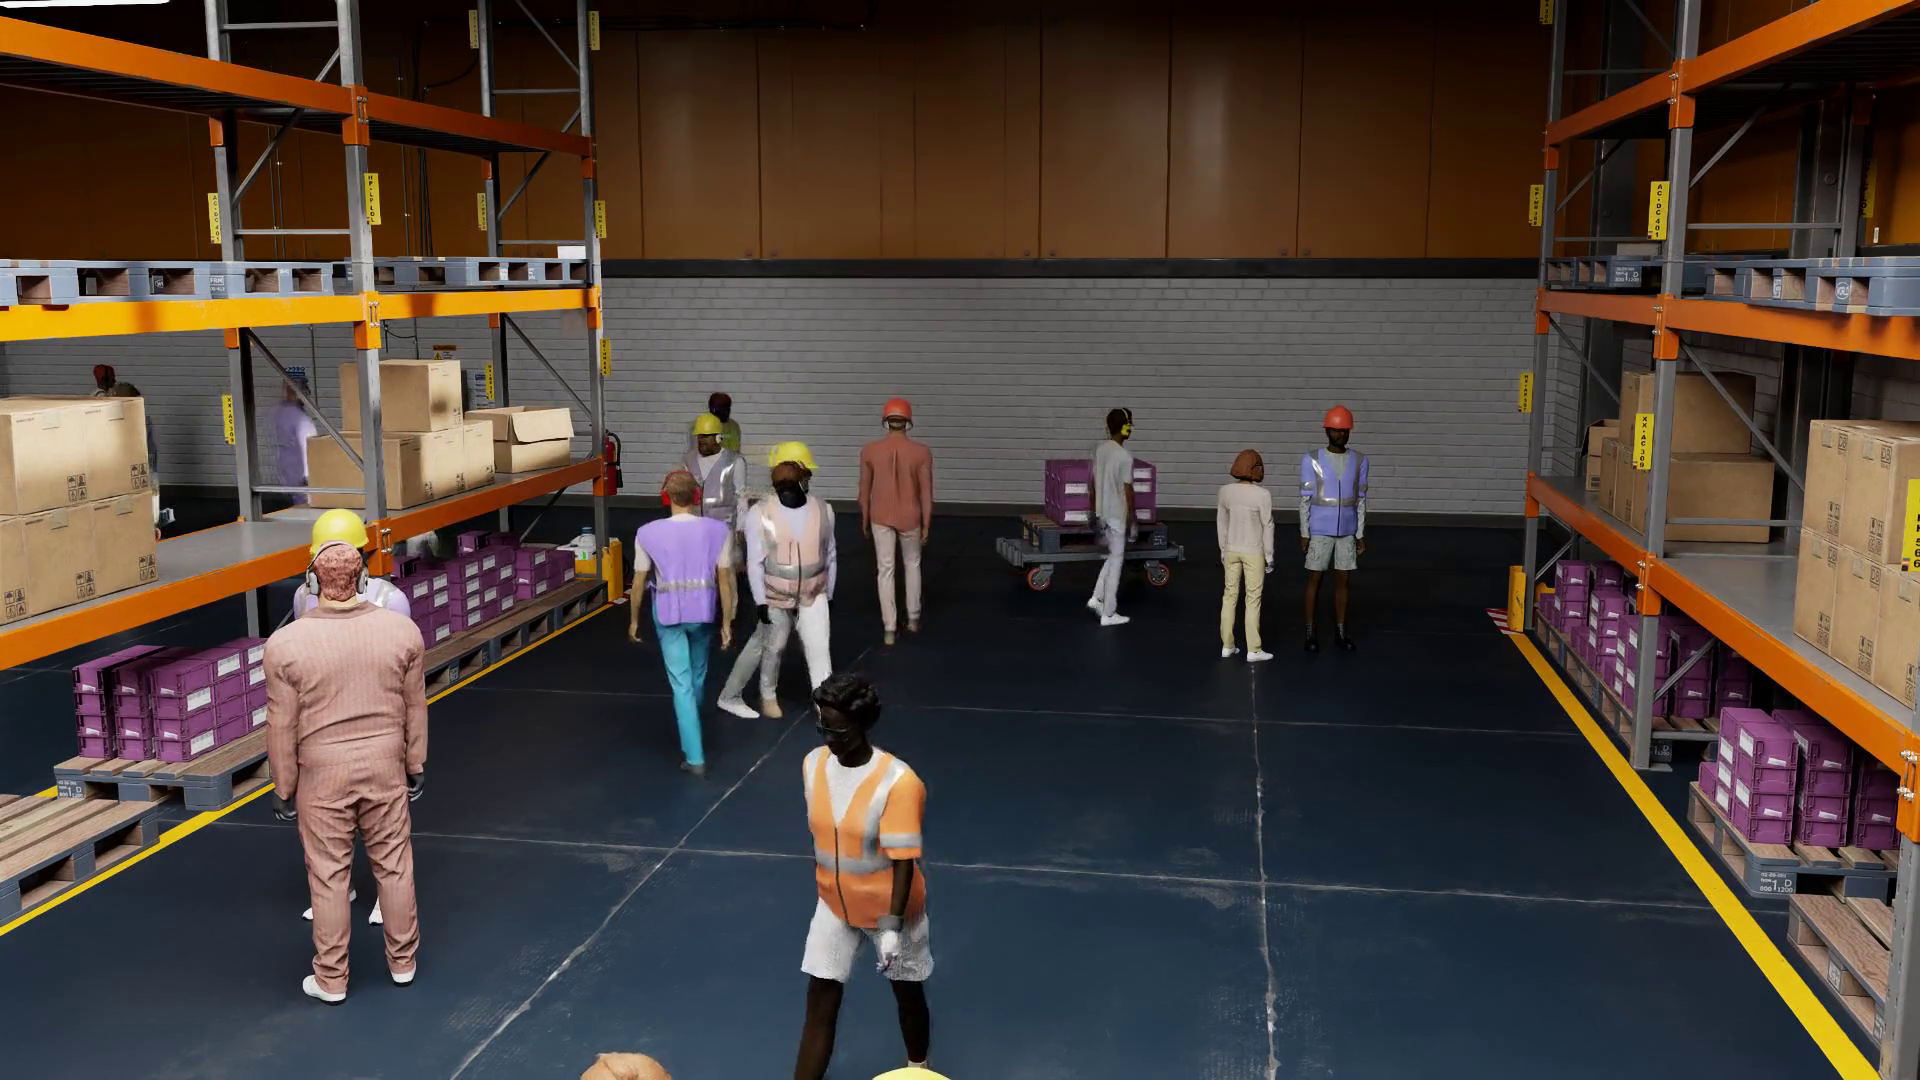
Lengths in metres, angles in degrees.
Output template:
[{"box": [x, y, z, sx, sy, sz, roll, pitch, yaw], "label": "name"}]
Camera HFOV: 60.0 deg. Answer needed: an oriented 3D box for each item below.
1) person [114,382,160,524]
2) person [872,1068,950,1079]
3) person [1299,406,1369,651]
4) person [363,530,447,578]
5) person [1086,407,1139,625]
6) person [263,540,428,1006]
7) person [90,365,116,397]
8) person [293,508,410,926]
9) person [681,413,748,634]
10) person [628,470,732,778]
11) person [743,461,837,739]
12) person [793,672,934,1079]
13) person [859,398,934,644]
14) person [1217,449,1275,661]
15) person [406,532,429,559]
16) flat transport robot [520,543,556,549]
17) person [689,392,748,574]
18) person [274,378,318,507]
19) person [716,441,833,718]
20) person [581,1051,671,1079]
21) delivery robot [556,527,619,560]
[{"box": [-8.197, -0.598, 16.366, 0.648, 1.903, 0.682, 6, 11, 34], "label": "person"}, {"box": [-0.070, 1.676, 2.553, 0.592, 1.833, 0.404, 8, 12, 39], "label": "person"}, {"box": [2.939, -0.086, 13.085, 0.545, 1.943, 0.348, -1, 9, -5], "label": "person"}, {"box": [-5.480, -0.531, 16.282, 1.007, 1.799, 0.551, -6, 11, -35], "label": "person"}, {"box": [1.319, -0.192, 14.008, 0.385, 1.850, 0.565, -6, 11, -32], "label": "person"}, {"box": [-2.511, 0.945, 6.834, 0.643, 1.908, 0.408, -7, 11, -36], "label": "person"}, {"box": [-10.110, -1.137, 19.740, 0.356, 1.885, 0.572, -7, 12, -37], "label": "person"}, {"box": [-2.792, 0.805, 7.632, 0.587, 1.928, 0.364, 2, 9, 11], "label": "person"}, {"box": [-2.052, -0.137, 13.734, 0.602, 1.830, 0.404, 2, 10, 15], "label": "person"}, {"box": [-1.696, 0.475, 10.049, 0.587, 1.793, 0.955, -4, 10, -24], "label": "person"}, {"box": [-1.100, 0.356, 10.879, 0.624, 1.787, 0.948, -3, 10, -18], "label": "person"}, {"box": [-0.363, 1.266, 5.627, 0.558, 1.644, 0.857, 6, 11, 33], "label": "person"}, {"box": [-0.517, -0.185, 13.618, 0.624, 1.952, 0.924, 0, 9, 2], "label": "person"}, {"box": [2.200, 0.116, 12.786, 0.500, 1.633, 0.281, 9, 13, 42], "label": "person"}, {"box": [-5.209, -0.557, 16.035, 0.391, 1.931, 0.645, -2, 9, -14], "label": "person"}, {"box": [-4.371, 0.210, 16.395, 0.652, 0.197, 1.431, 0, 9, 2], "label": "flat transport robot"}, {"box": [-2.431, -0.567, 16.444, 0.743, 1.816, 0.638, 7, 12, 38], "label": "person"}, {"box": [-6.908, -0.741, 17.297, 0.576, 1.889, 0.645, -8, 12, -41], "label": "person"}, {"box": [-1.170, 0.276, 11.070, 1.009, 1.878, 0.608, 0, 9, 2], "label": "person"}, {"box": [-0.587, 1.700, 3.009, 0.500, 1.635, 0.280, -1, 9, -6], "label": "person"}, {"box": [-3.530, 0.121, 15.783, 0.477, 0.478, 0.707, 3, 10, 17], "label": "delivery robot"}]
